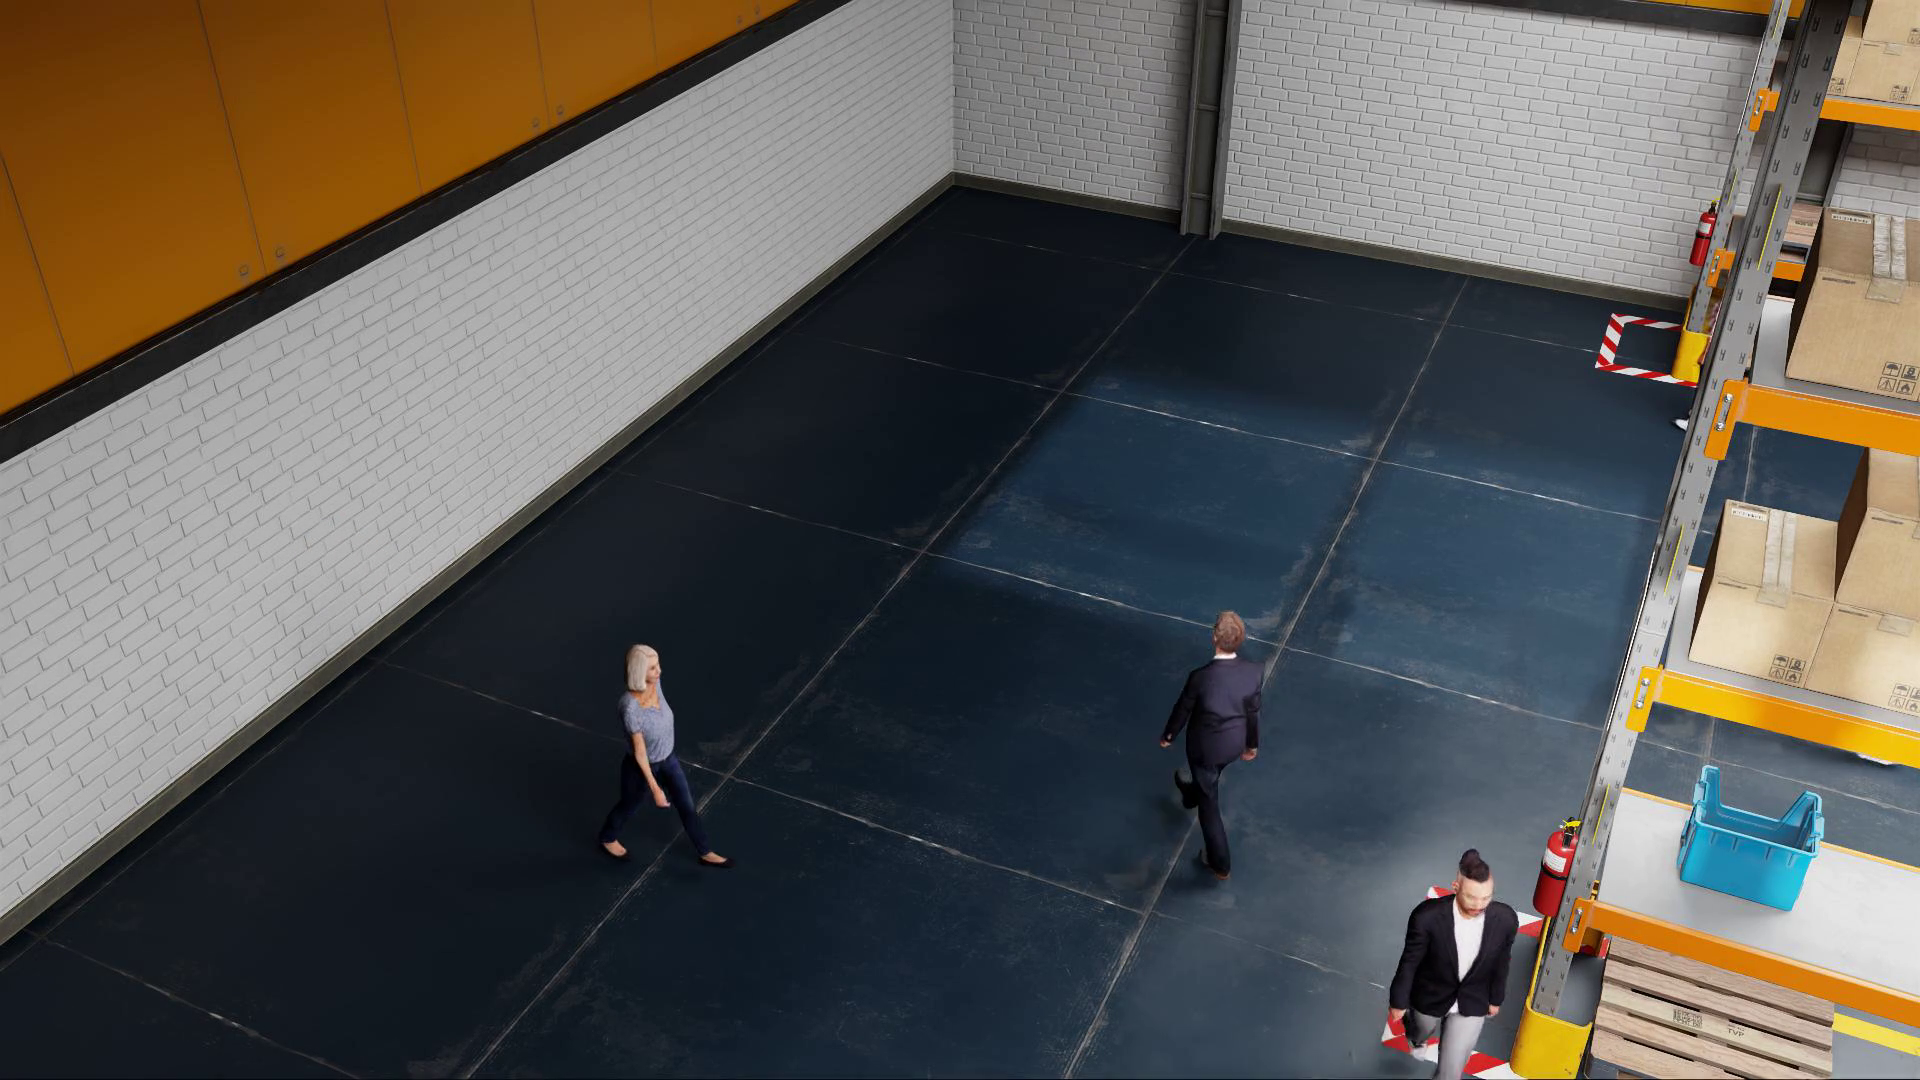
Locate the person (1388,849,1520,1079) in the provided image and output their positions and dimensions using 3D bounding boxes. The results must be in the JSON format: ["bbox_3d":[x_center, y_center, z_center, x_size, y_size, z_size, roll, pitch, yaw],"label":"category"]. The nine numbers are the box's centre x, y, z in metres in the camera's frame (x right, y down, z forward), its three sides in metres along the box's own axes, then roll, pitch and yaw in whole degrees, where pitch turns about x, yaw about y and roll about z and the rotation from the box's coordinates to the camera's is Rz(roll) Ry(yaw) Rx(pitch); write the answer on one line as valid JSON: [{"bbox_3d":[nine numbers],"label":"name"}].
[{"bbox_3d":[2.496,2.237,8.556,1.216,1.926,1.049,2,34,4],"label":"person"}]

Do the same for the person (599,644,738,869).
[{"bbox_3d":[-1.976,1.360,10.103,1.128,1.675,0.635,12,36,18],"label":"person"}]

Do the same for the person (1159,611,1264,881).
[{"bbox_3d":[1.577,1.281,10.134,1.185,1.772,1.234,-11,35,-16],"label":"person"}]
